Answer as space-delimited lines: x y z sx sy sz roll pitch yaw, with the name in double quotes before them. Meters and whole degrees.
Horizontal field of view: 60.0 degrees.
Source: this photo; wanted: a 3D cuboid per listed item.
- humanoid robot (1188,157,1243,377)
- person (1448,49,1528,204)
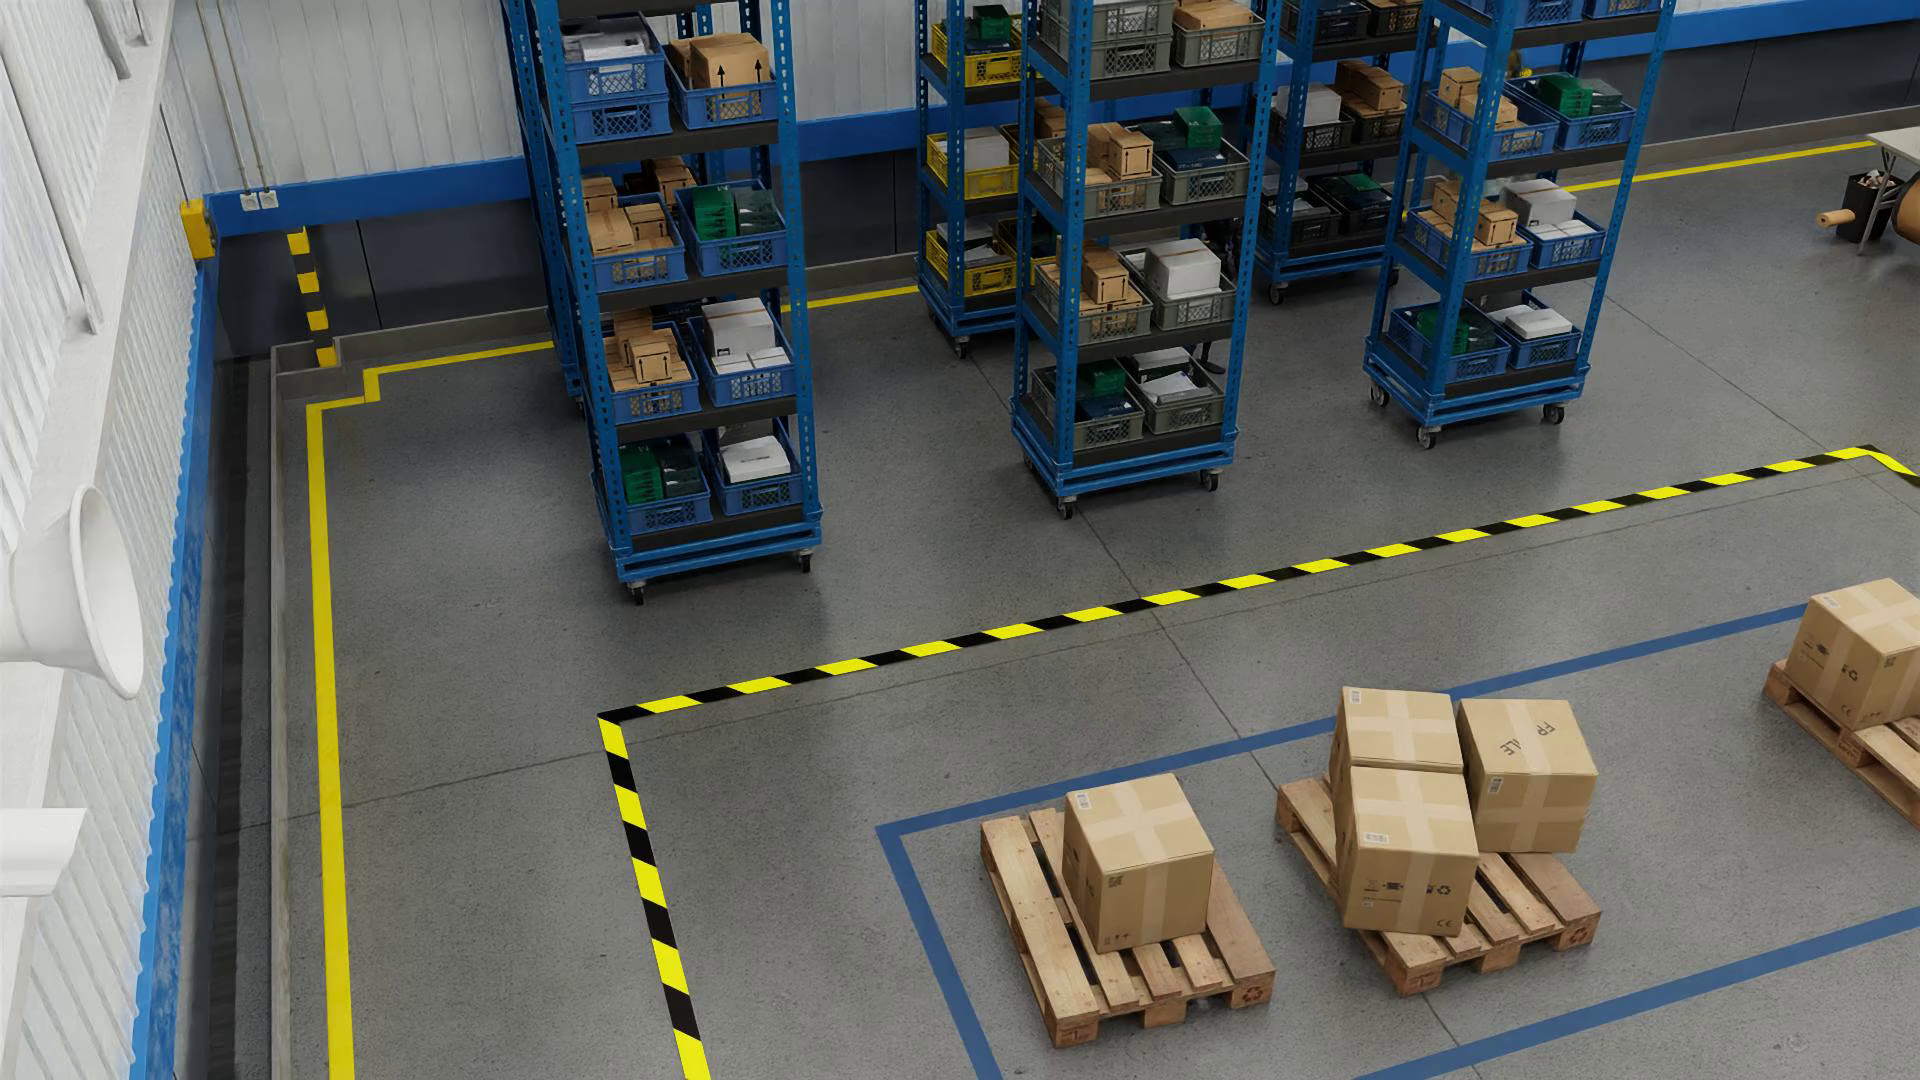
"humanoid robot" 1.753 -1.860 11.457 0.315 1.657 0.599 29 45 35
"person" 4.080 -2.876 12.704 0.639 1.916 0.719 28 44 34
